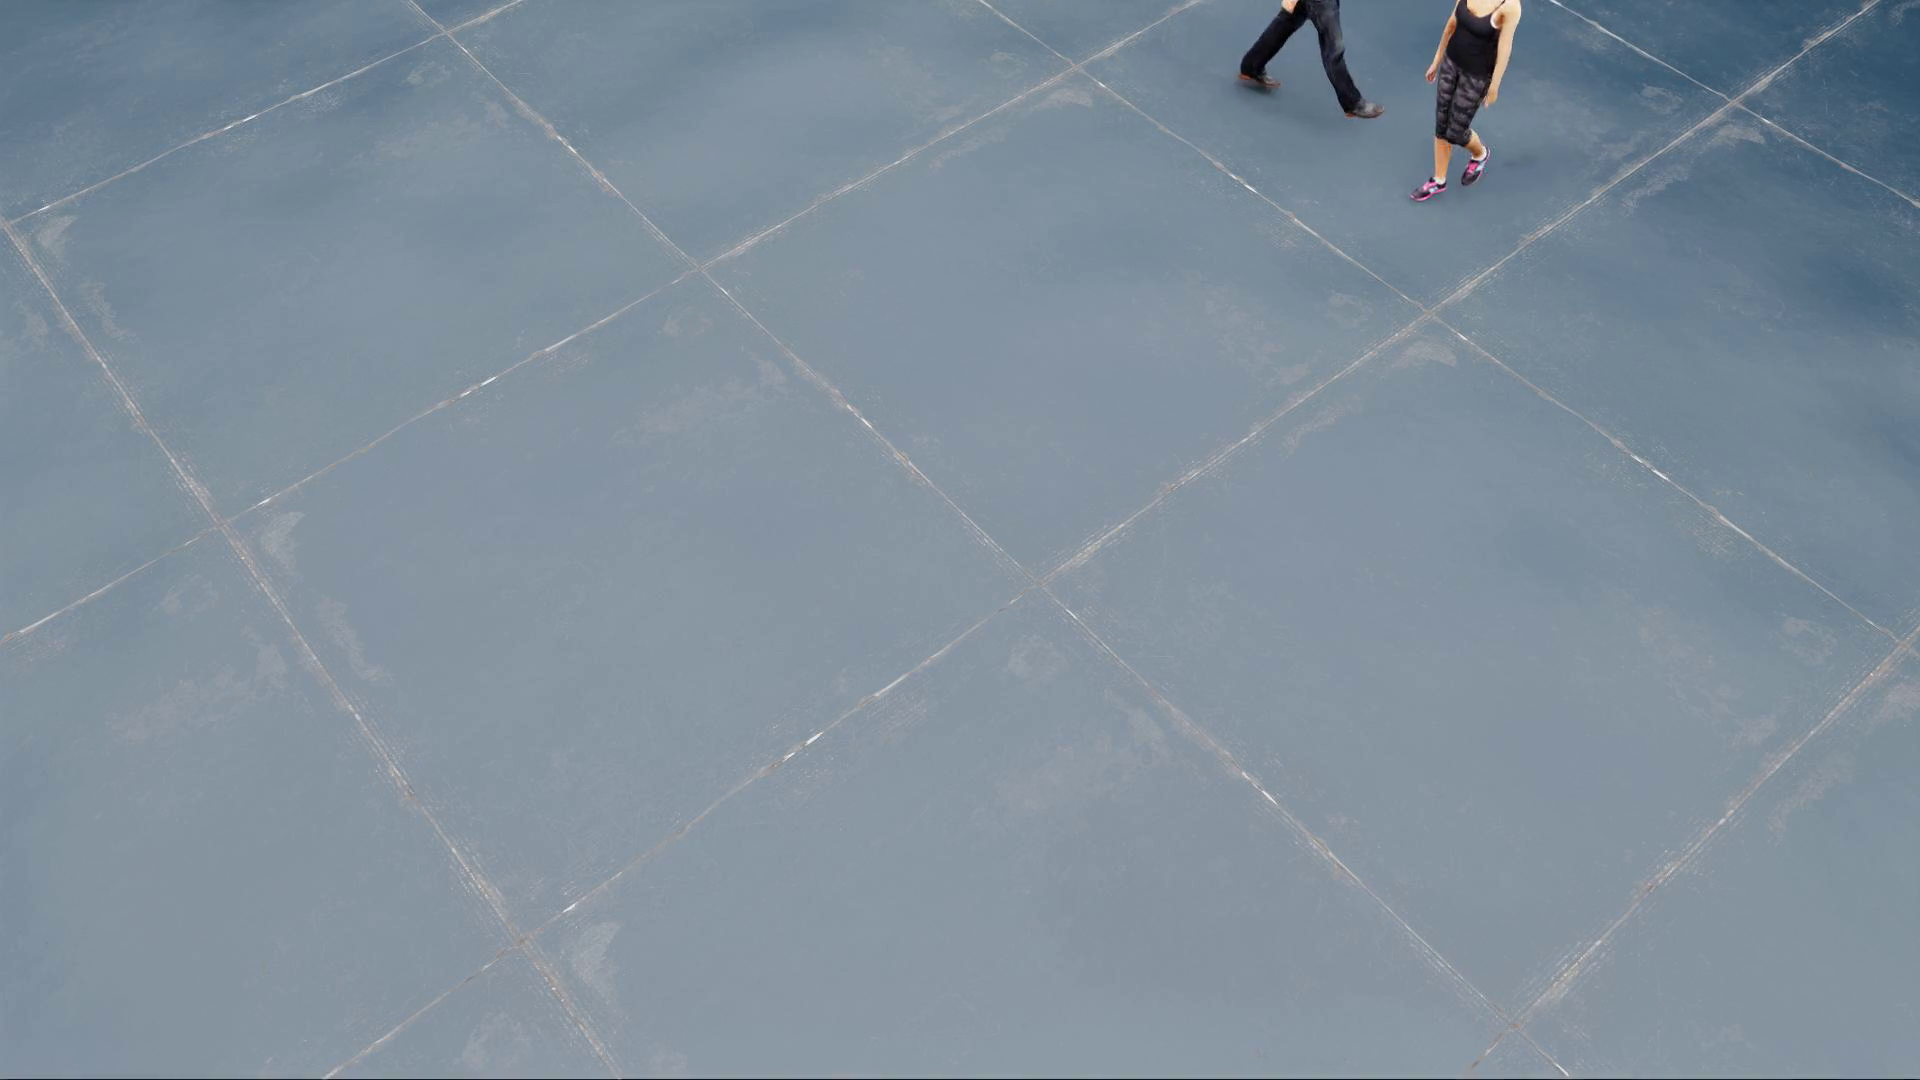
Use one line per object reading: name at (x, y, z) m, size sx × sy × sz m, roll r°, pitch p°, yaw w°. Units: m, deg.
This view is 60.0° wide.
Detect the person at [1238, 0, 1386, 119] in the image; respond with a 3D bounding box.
person at (2.090, -3.397, 10.064) m, size 1.021 × 1.753 × 1.250 m, roll 24°, pitch 56°, yaw 17°

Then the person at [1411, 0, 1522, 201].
person at (2.980, -2.711, 9.558) m, size 0.764 × 1.714 × 0.636 m, roll -26°, pitch 56°, yaw -19°
